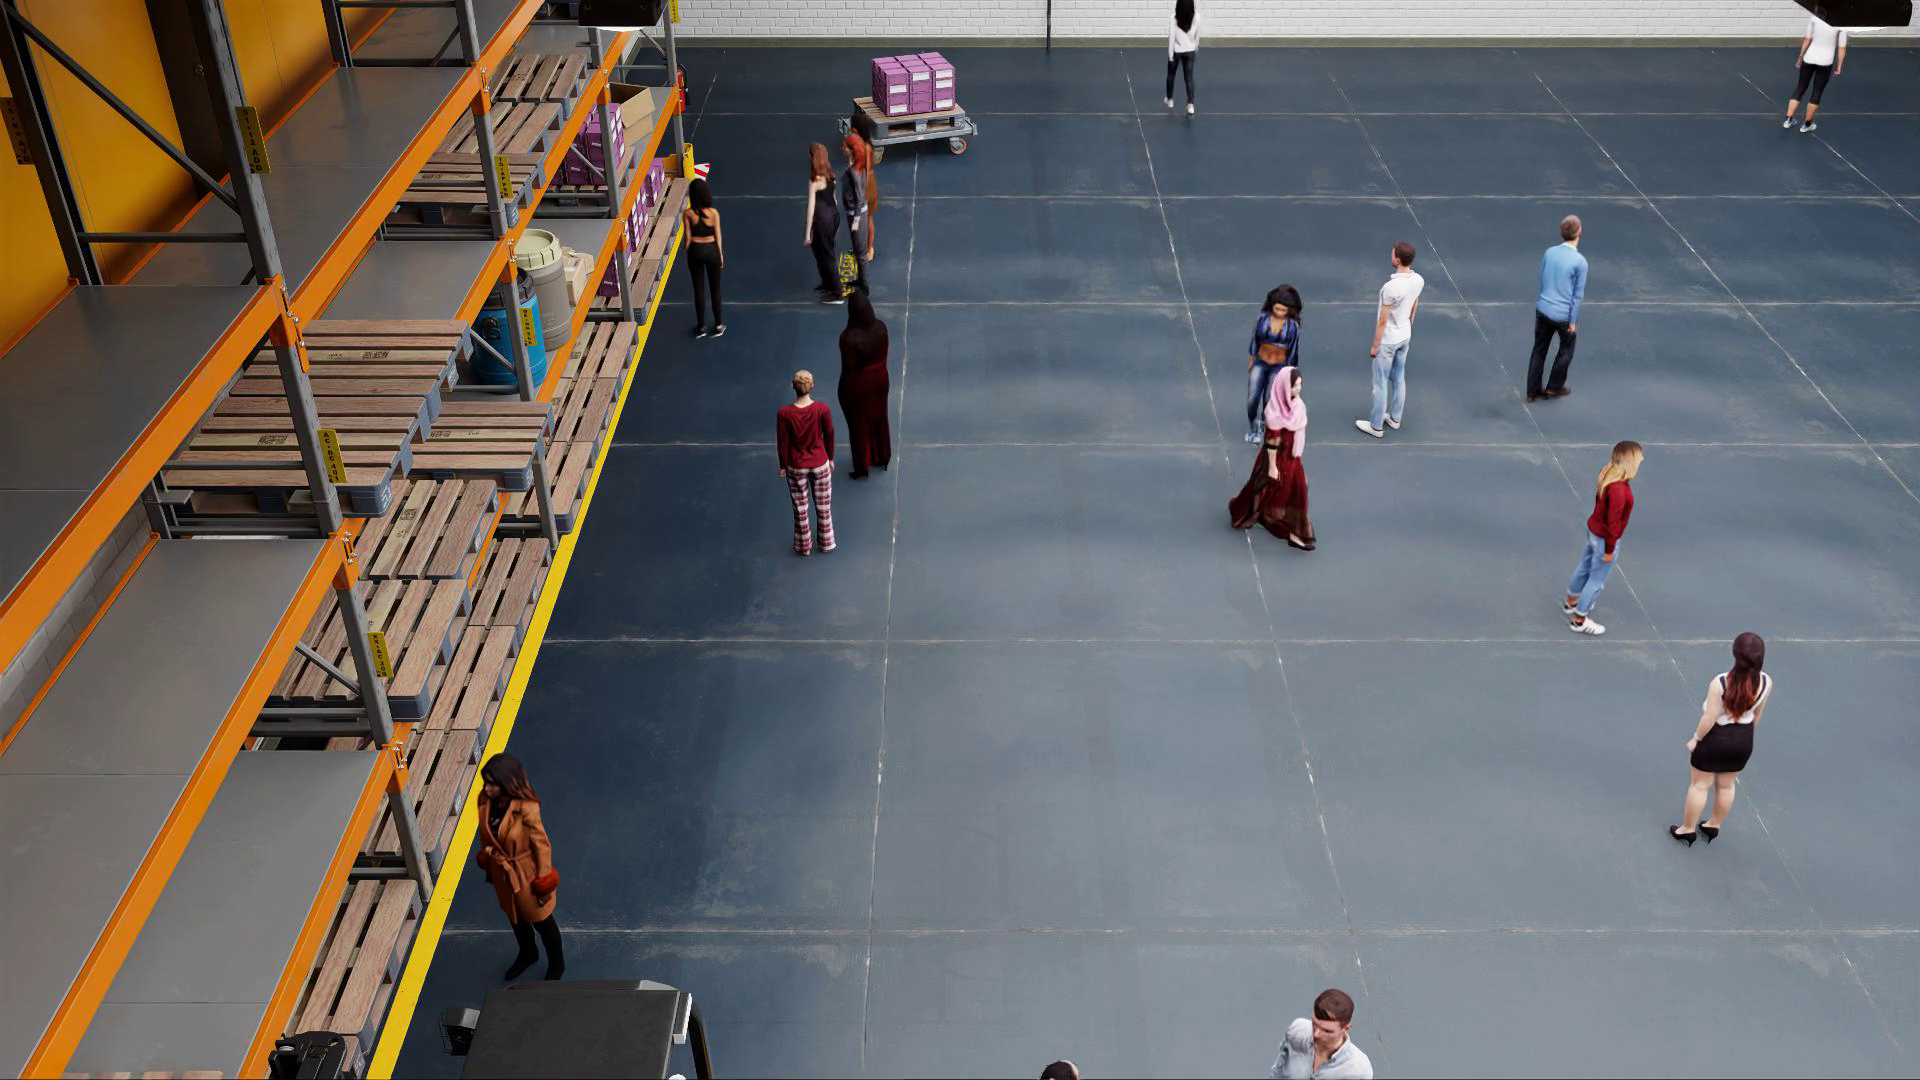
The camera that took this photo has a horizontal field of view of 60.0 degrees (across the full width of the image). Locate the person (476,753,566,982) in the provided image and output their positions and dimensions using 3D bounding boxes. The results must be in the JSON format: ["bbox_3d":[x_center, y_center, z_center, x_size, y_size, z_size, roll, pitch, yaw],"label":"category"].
[{"bbox_3d":[-2.539,1.924,9.594,0.781,1.720,0.760,15,37,22],"label":"person"}]

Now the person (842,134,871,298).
[{"bbox_3d":[-1.094,-3.435,17.604,0.660,1.779,0.468,-3,34,-5],"label":"person"}]

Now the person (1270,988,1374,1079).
[{"bbox_3d":[1.708,2.852,8.083,0.730,1.848,0.767,24,41,32],"label":"person"}]

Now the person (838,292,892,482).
[{"bbox_3d":[-0.823,-1.339,14.472,0.775,1.756,0.831,-28,43,-35],"label":"person"}]

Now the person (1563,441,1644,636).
[{"bbox_3d":[4.891,-0.039,12.629,0.661,1.630,0.436,2,34,3],"label":"person"}]

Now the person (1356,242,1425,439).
[{"bbox_3d":[3.941,-1.820,15.111,0.704,1.848,0.747,-26,41,-33],"label":"person"}]

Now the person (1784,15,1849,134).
[{"bbox_3d":[11.262,-6.273,21.813,0.789,1.847,0.848,29,43,36],"label":"person"}]

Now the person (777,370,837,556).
[{"bbox_3d":[-1.233,-0.634,13.463,0.657,1.698,0.584,-8,34,-11],"label":"person"}]

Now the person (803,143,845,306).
[{"bbox_3d":[-1.329,-3.299,17.447,0.868,1.727,0.770,12,36,18],"label":"person"}]

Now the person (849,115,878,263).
[{"bbox_3d":[-1.050,-3.867,18.337,0.721,1.686,0.591,-14,36,-20],"label":"person"}]

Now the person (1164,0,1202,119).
[{"bbox_3d":[3.023,-6.503,22.322,0.712,1.665,1.135,-4,34,-6],"label":"person"}]

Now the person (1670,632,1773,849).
[{"bbox_3d":[4.872,1.286,10.617,0.576,1.651,0.539,-4,34,-6],"label":"person"}]

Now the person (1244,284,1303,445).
[{"bbox_3d":[2.825,-1.587,14.980,0.721,1.606,0.729,15,37,21],"label":"person"}]

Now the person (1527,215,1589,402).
[{"bbox_3d":[5.549,-2.133,15.640,0.907,1.786,0.828,-19,38,-26],"label":"person"}]

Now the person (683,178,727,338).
[{"bbox_3d":[-2.591,-2.858,16.864,0.549,1.638,0.564,-4,34,-6],"label":"person"}]

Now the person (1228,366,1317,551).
[{"bbox_3d":[2.550,-0.698,13.649,1.116,1.598,1.077,27,42,34],"label":"person"}]
